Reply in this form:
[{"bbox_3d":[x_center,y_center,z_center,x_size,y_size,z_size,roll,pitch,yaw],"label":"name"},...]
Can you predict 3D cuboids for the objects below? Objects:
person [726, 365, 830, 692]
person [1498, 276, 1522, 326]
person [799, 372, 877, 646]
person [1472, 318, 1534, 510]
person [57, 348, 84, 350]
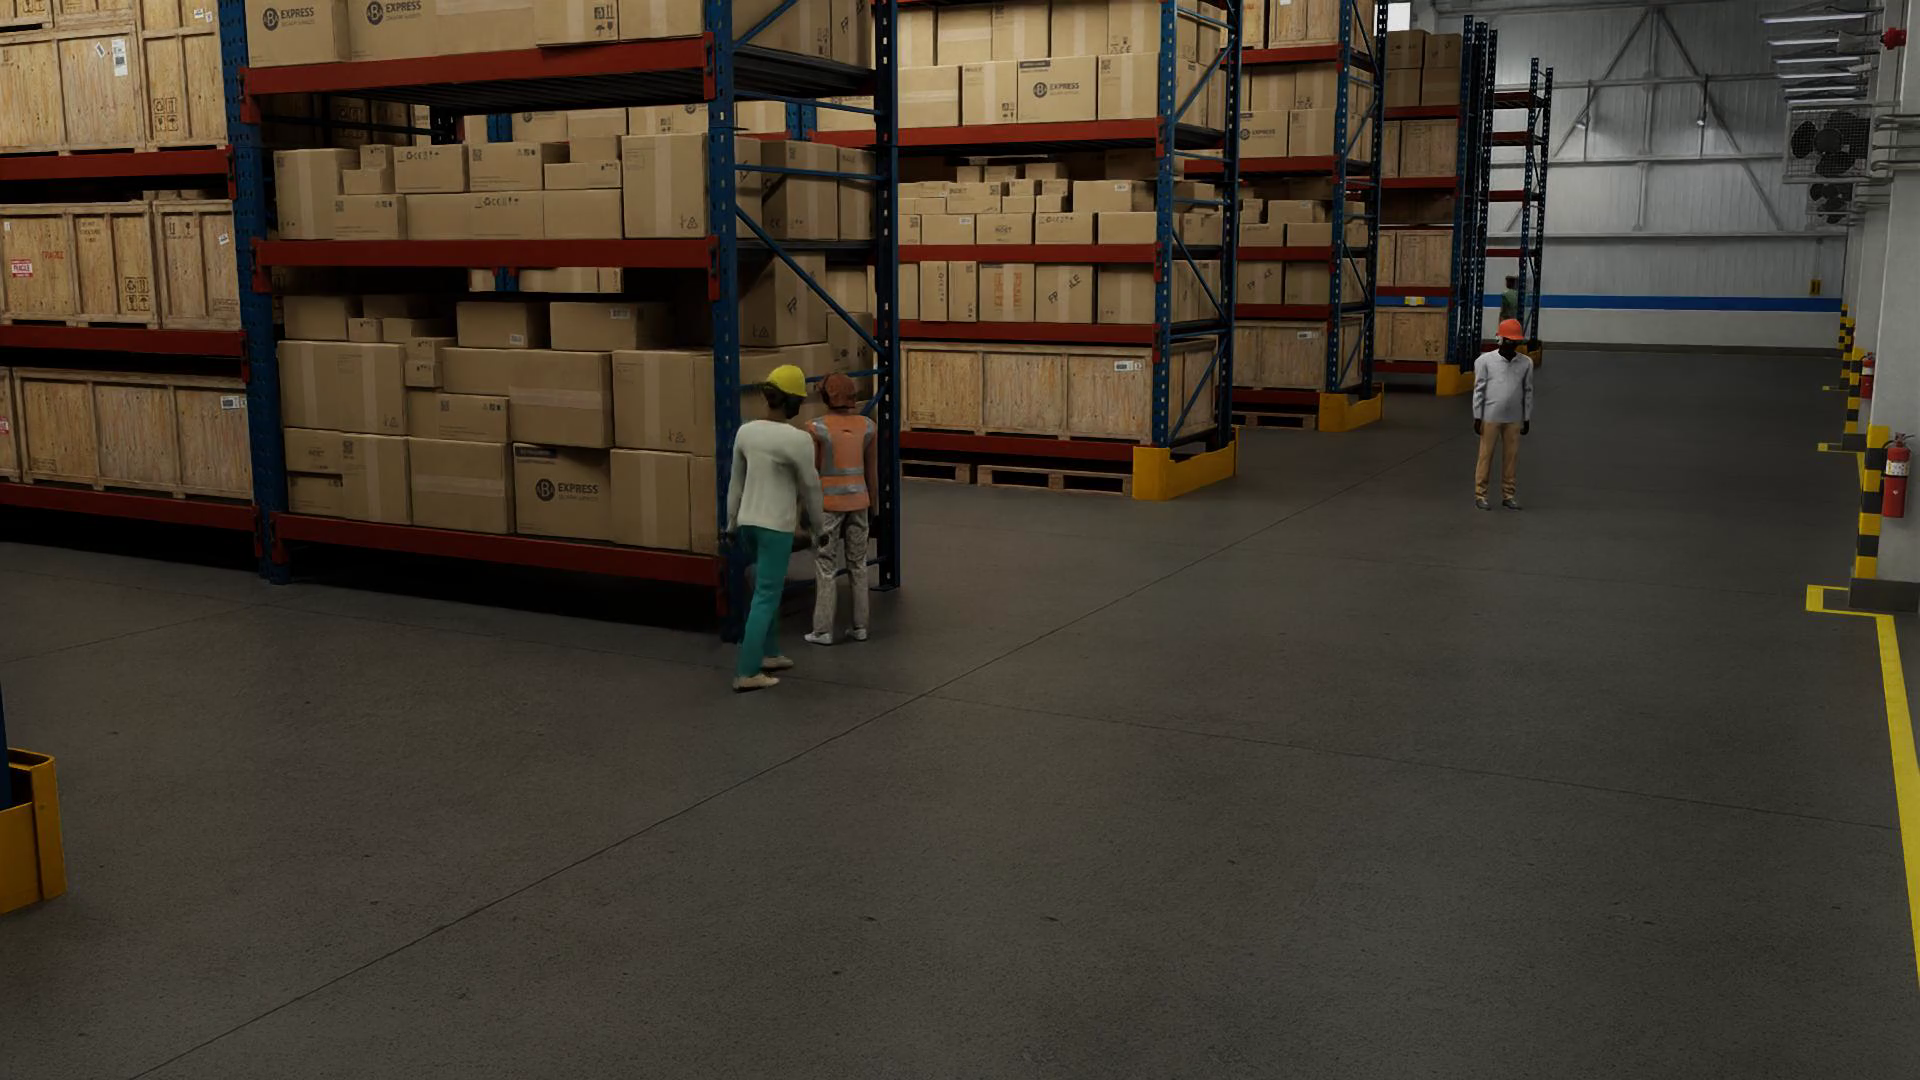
[{"bbox_3d":[-0.969,-0.069,8.951,0.538,1.734,0.696,8,13,40],"label":"person"},{"bbox_3d":[11.909,-4.796,36.025,0.593,1.833,0.450,-6,11,-30],"label":"person"},{"bbox_3d":[-0.716,-0.183,9.922,0.523,1.631,0.319,-7,12,-34],"label":"person"},{"bbox_3d":[4.938,-1.135,15.108,0.563,1.743,0.350,-1,10,-4],"label":"person"},{"bbox_3d":[-9.737,-1.790,18.407,0.527,1.919,0.556,4,10,20],"label":"person"}]
